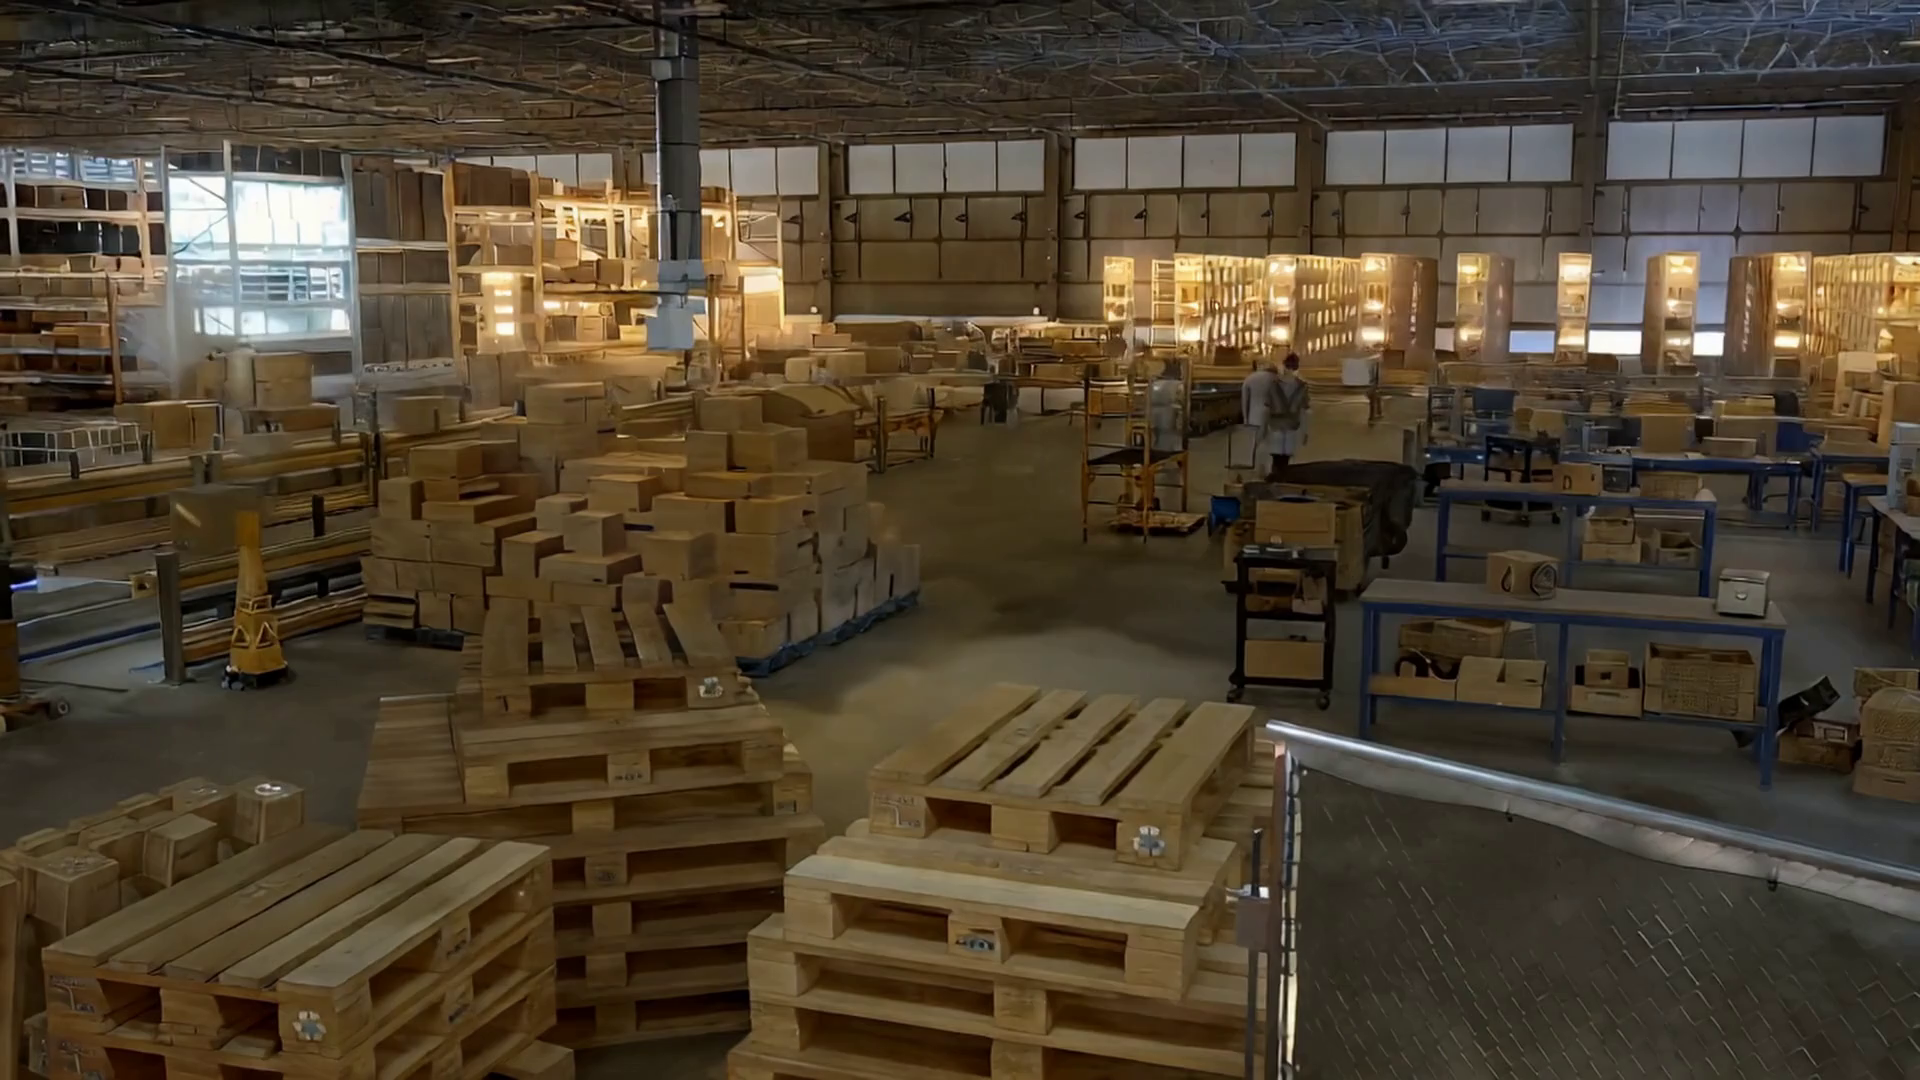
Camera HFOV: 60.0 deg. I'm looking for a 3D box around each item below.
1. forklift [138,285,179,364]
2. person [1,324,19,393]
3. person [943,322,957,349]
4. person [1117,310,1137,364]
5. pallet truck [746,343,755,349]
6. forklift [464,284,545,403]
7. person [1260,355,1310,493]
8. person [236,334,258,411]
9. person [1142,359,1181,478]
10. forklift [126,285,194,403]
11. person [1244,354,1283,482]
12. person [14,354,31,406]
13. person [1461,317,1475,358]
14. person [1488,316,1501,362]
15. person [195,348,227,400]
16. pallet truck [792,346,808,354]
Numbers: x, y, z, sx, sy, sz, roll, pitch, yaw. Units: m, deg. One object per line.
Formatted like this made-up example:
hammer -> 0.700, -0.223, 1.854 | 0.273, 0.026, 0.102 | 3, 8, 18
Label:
forklift -> -17.480, -4.200, 36.461 | 1.873, 2.768, 1.129 | 3, 10, 19
person -> -22.731, -4.232, 39.826 | 0.899, 1.861, 0.679 | -4, 10, -23
person -> -0.253, -5.127, 45.809 | 0.467, 1.748, 0.552 | 5, 10, 29
person -> 5.244, -6.208, 51.966 | 0.963, 1.962, 0.624 | 2, 9, 12
pallet truck -> -6.183, -4.618, 44.264 | 1.601, 1.201, 0.680 | -9, 12, -43
forklift -> -10.832, -4.702, 39.610 | 1.129, 2.768, 1.873 | 3, 10, 20
person -> 4.275, -1.420, 21.793 | 0.611, 1.985, 1.009 | -1, 9, -5
person -> -15.732, -3.675, 36.710 | 0.548, 1.746, 0.426 | 2, 9, 12
person -> 3.027, -1.821, 24.904 | 0.608, 1.807, 0.630 | 5, 10, 28
forklift -> -16.867, -4.092, 35.781 | 1.873, 2.768, 1.129 | 1, 9, 7
person -> 4.474, -1.789, 24.453 | 0.650, 1.889, 0.452 | 5, 10, 28
person -> -19.610, -3.383, 35.073 | 0.603, 1.679, 0.541 | 7, 11, 36
person -> 15.712, -6.055, 51.479 | 0.630, 1.808, 0.675 | -4, 10, -25
person -> 16.305, -5.953, 50.792 | 0.428, 1.815, 0.612 | 7, 11, 36
person -> -14.800, -2.988, 32.897 | 0.859, 1.587, 0.507 | 5, 10, 29
pallet truck -> -3.705, -4.298, 42.022 | 0.653, 1.274, 1.630 | 3, 10, 20
